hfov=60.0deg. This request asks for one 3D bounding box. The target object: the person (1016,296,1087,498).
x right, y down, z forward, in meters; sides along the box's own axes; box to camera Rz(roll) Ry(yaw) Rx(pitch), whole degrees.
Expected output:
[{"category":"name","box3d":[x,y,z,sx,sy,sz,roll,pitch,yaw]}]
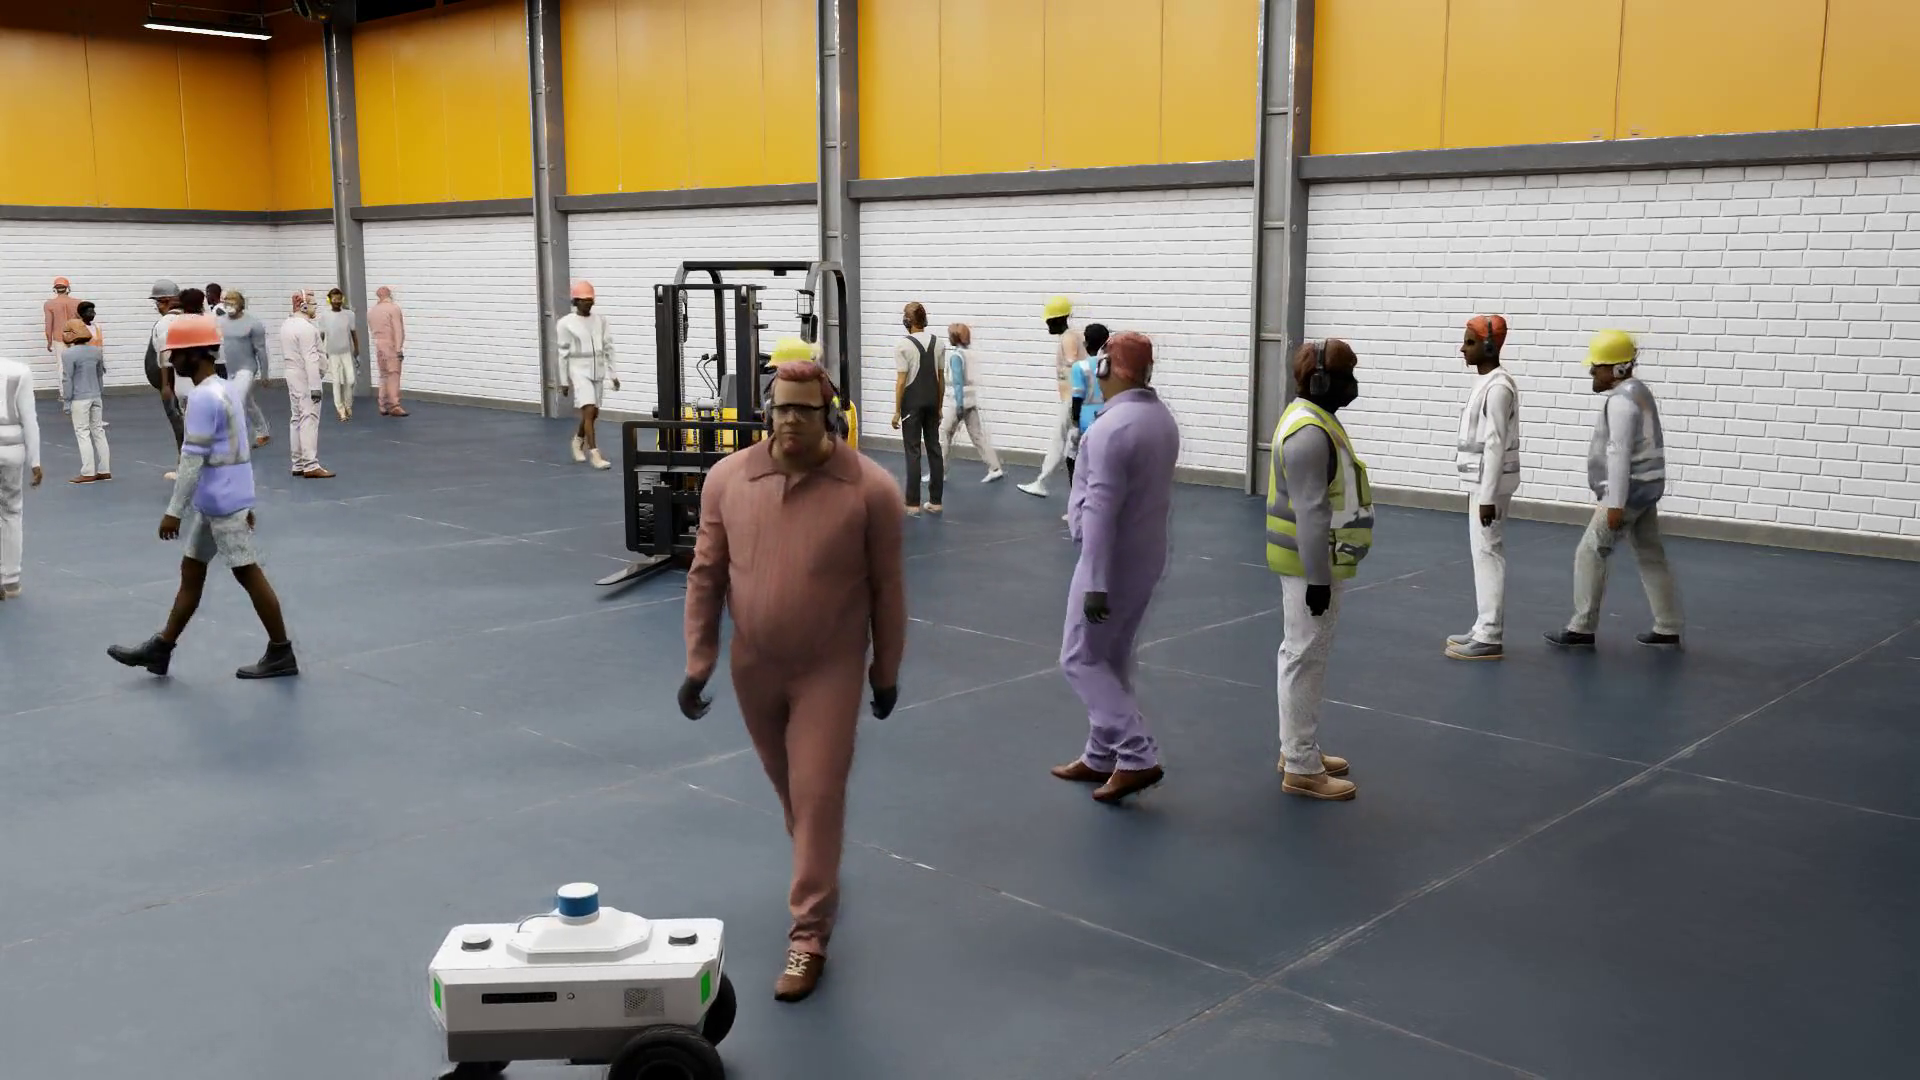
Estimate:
[{"category":"person","box3d":[0.992,-1.316,15.427,0.981,1.856,0.692,1,9,4]}]

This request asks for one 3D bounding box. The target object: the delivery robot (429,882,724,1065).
[{"category":"delivery robot","box3d":[-0.964,1.116,4.226,0.707,0.478,0.477,-1,9,-4]}]

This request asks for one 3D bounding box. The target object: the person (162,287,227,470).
[{"category":"person","box3d":[-7.140,-1.383,15.544,0.632,1.950,0.650,2,10,13]}]

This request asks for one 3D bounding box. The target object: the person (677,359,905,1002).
[{"category":"person","box3d":[-0.499,0.359,5.194,0.645,1.862,0.997,2,9,13]}]

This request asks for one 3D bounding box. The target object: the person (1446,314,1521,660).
[{"category":"person","box3d":[2.864,-0.282,9.055,0.347,1.878,0.577,2,9,12]}]

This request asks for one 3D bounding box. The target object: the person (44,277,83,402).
[{"category":"person","box3d":[-14.284,-3.201,26.609,0.609,1.985,0.392,-7,11,-35]}]

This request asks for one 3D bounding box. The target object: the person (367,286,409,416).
[{"category":"person","box3d":[-8.220,-2.730,24.094,0.803,1.873,0.415,6,11,34]}]

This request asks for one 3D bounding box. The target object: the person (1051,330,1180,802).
[{"category":"person","box3d":[0.591,0.102,6.681,0.486,1.883,0.681,5,11,29]}]

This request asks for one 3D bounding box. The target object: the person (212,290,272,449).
[{"category":"person","box3d":[-8.339,-1.953,19.311,0.638,1.888,1.058,3,10,16]}]

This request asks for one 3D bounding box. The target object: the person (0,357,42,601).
[{"category":"person","box3d":[-6.146,-0.512,10.532,0.579,1.860,0.791,-6,11,-31]}]

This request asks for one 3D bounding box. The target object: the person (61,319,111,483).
[{"category":"person","box3d":[-8.704,-1.377,16.530,0.282,1.625,0.501,2,9,12]}]

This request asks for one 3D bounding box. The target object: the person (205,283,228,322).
[{"category":"person","box3d":[-11.110,-2.902,25.023,0.447,1.903,0.612,-5,10,-26]}]

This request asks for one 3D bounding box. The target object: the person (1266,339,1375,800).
[{"category":"person","box3d":[1.455,0.109,6.755,0.429,1.844,0.625,2,9,10]}]

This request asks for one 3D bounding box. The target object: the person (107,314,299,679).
[{"category":"person","box3d":[-3.915,-0.194,8.486,0.989,1.885,0.552,-3,10,-18]}]

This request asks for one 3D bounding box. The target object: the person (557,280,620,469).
[{"category":"person","box3d":[-4.036,-1.786,17.864,0.606,2.014,0.978,-9,13,-43]}]

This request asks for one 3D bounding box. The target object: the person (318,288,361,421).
[{"category":"person","box3d":[-8.622,-2.574,23.152,0.562,1.853,0.451,-5,11,-29]}]

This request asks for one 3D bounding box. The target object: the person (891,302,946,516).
[{"category":"person","box3d":[-0.355,-1.124,14.323,0.506,1.840,0.346,-6,11,-33]}]

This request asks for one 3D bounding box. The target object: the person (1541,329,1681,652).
[{"category":"person","box3d":[3.623,-0.258,9.166,0.793,1.780,0.681,5,11,29]}]

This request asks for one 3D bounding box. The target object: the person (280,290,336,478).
[{"category":"person","box3d":[-6.640,-1.584,16.938,0.402,1.906,0.652,-8,12,-40]}]

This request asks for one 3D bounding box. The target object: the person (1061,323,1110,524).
[{"category":"person","box3d":[1.085,-0.937,13.674,0.552,1.670,0.632,-6,11,-31]}]

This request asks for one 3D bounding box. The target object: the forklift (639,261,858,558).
[{"category":"forklift","box3d":[-1.552,-1.040,12.721,1.214,2.155,2.313,2,9,11]}]

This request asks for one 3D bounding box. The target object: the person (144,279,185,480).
[{"category":"person","box3d":[-7.967,-1.639,16.864,0.536,2.000,0.701,-1,9,-5]}]

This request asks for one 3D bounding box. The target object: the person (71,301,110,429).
[{"category":"person","box3d":[-11.602,-2.333,22.168,0.317,1.695,0.540,2,9,11]}]

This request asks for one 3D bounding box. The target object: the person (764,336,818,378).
[{"category":"person","box3d":[-0.888,-0.226,9.052,0.374,1.752,0.551,1,9,4]}]

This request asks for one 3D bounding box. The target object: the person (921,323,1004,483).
[{"category":"person","box3d":[0.036,-1.344,16.432,0.873,1.598,0.527,3,10,20]}]
